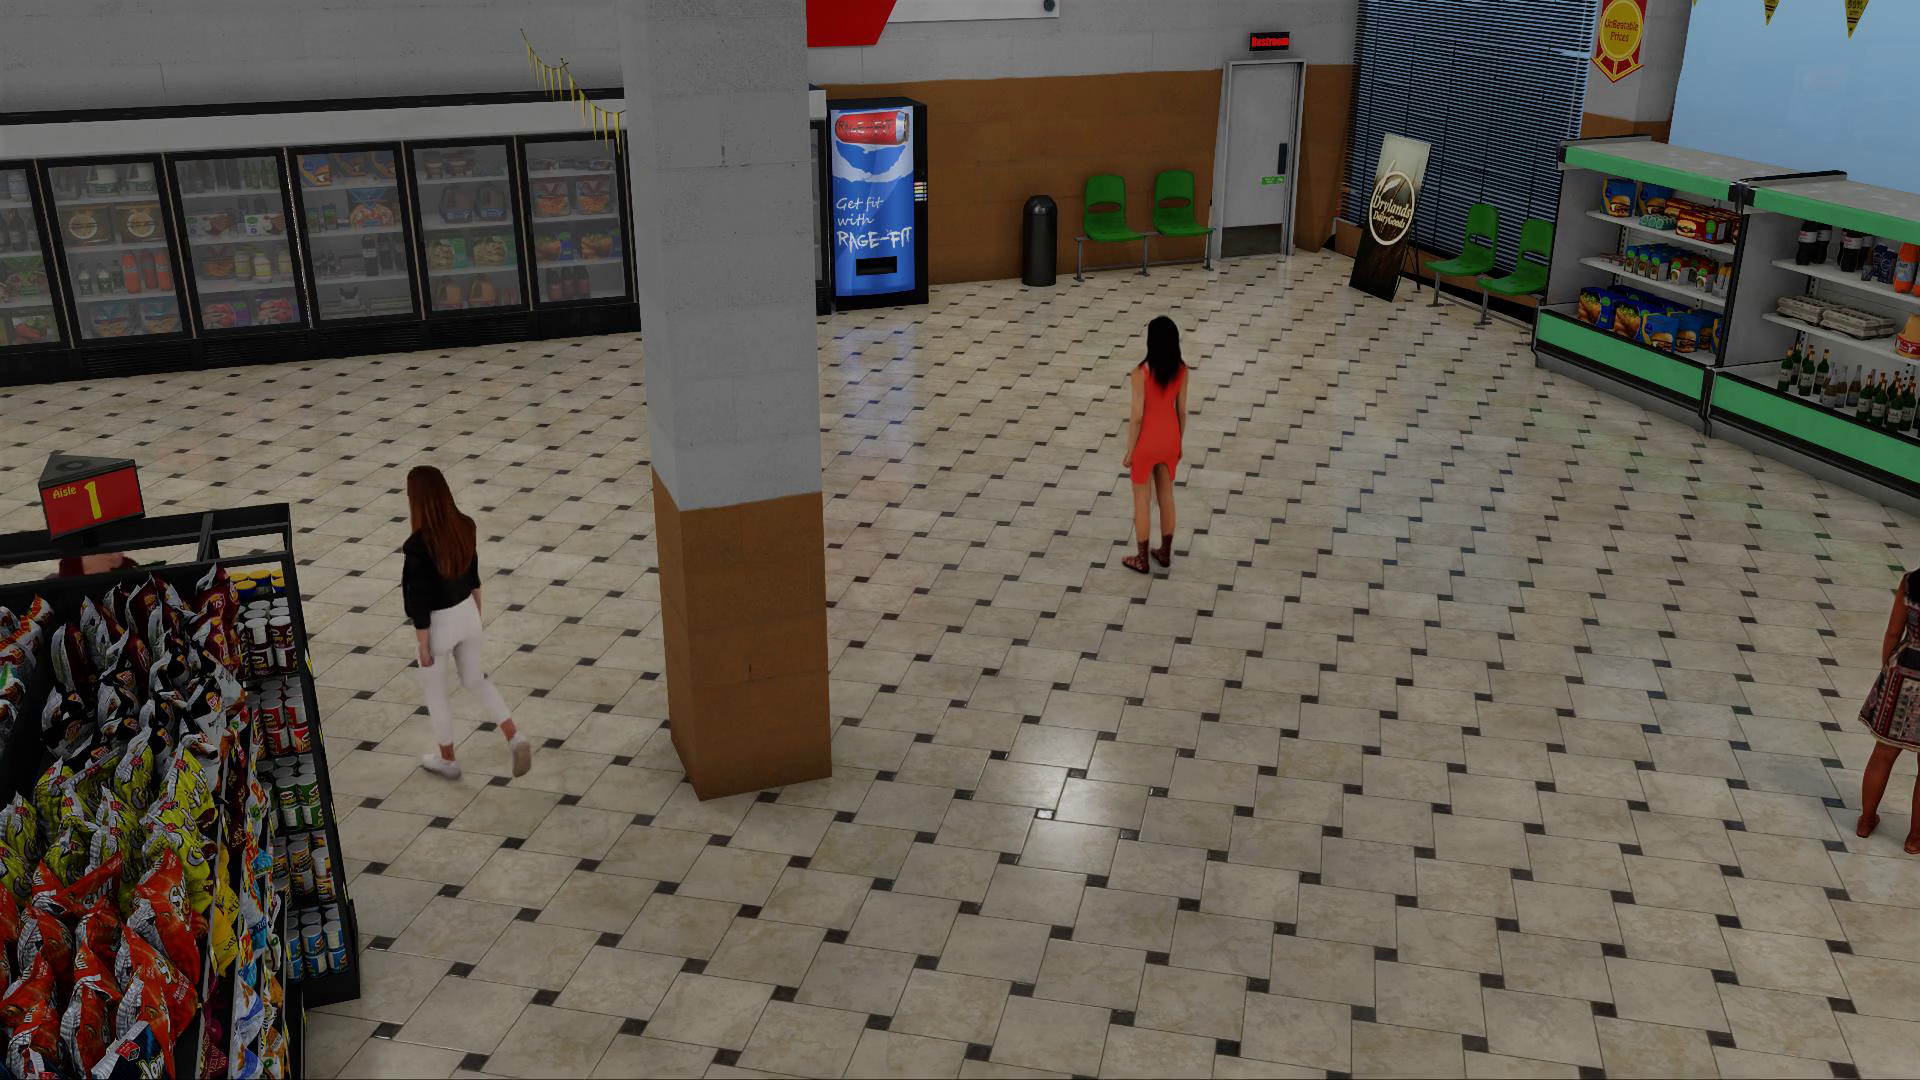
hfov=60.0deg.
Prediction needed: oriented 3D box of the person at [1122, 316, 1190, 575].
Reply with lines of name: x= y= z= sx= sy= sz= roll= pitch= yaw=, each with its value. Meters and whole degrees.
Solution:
person: x=1.270 y=-0.615 z=10.818 sx=0.618 sy=1.718 sz=0.563 roll=-11 pitch=24 yaw=-25

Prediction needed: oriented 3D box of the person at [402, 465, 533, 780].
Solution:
person: x=-2.462 y=0.452 z=8.210 sx=1.049 sy=1.683 sz=0.914 roll=15 pitch=26 yaw=33

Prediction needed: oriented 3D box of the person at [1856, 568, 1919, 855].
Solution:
person: x=4.476 y=0.674 z=7.709 sx=0.631 sy=1.644 sz=0.782 roll=20 pitch=29 yaw=40
